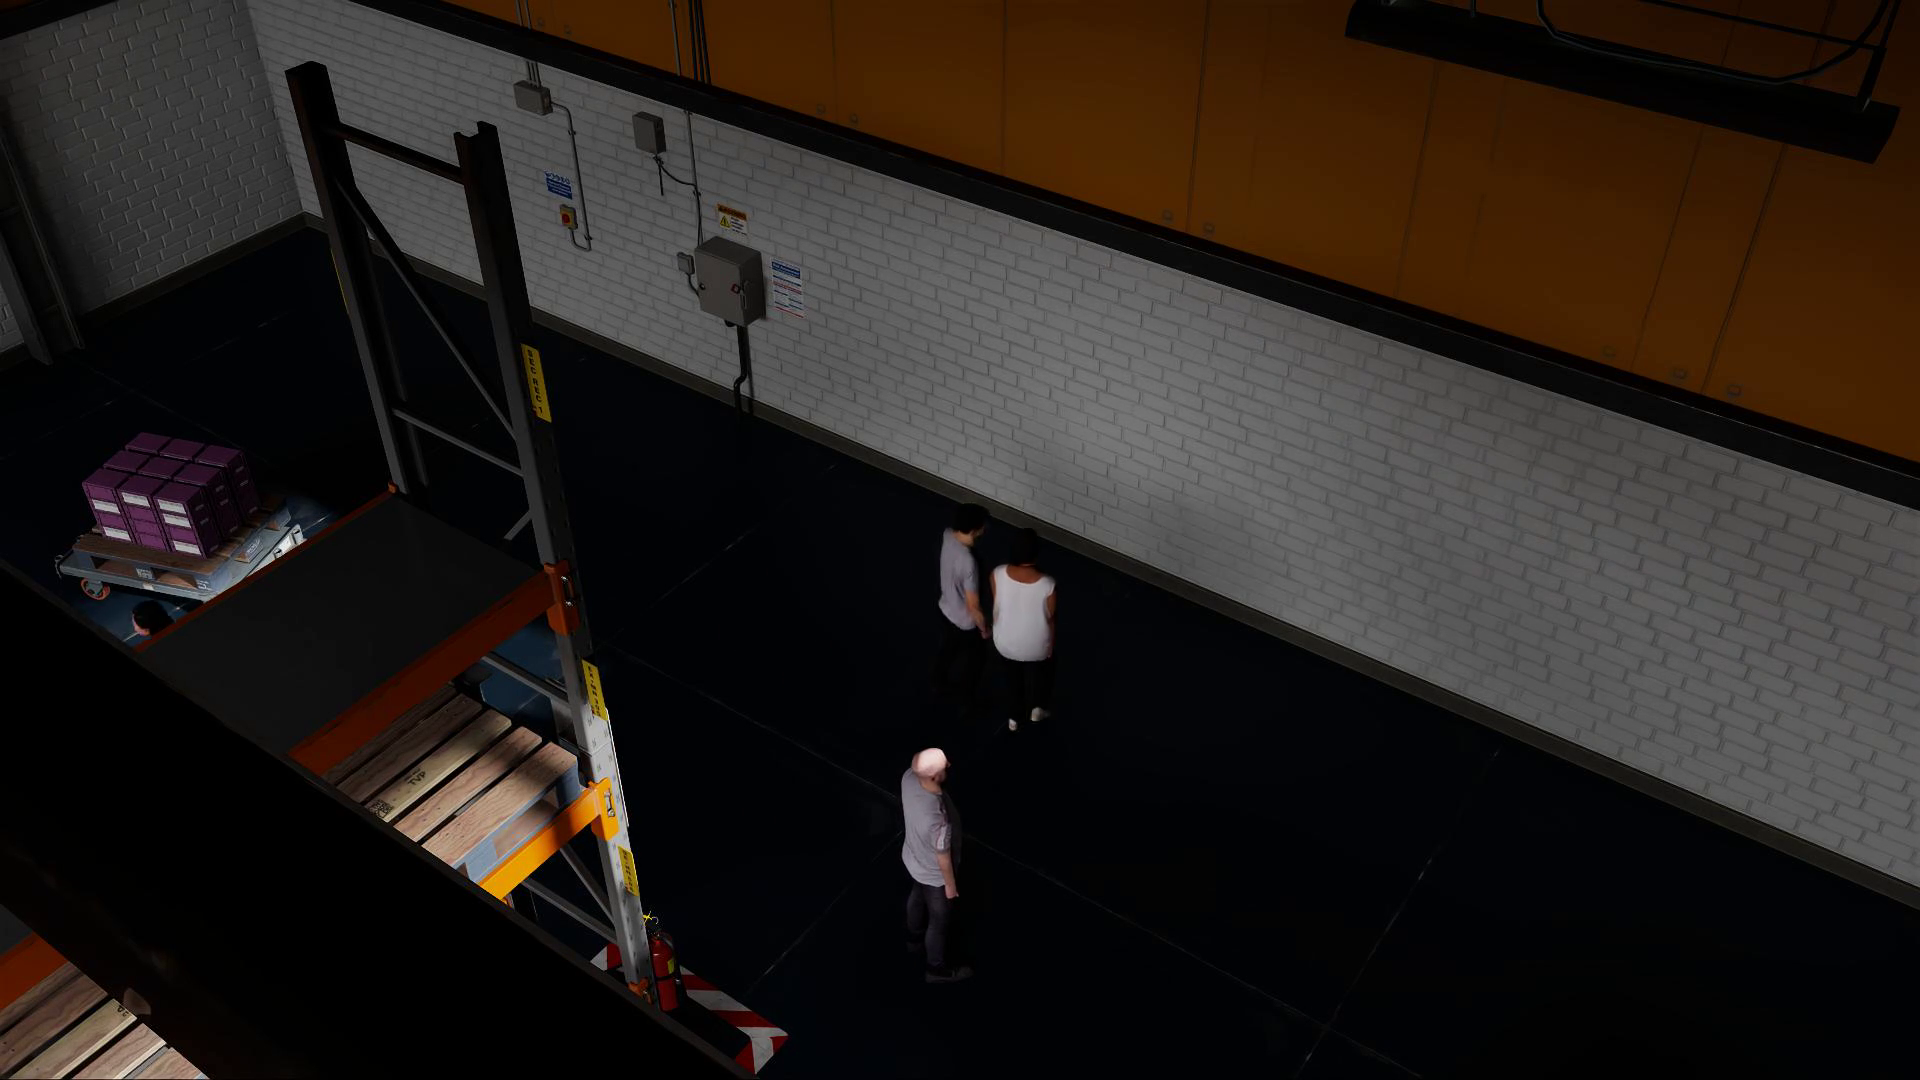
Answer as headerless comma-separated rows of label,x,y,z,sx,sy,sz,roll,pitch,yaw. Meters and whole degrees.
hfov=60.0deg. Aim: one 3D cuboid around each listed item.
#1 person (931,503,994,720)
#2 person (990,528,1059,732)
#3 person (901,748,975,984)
person,-0.033,0.538,11.407,0.814,1.837,0.803,-19,42,-22
person,0.416,0.665,11.379,0.720,1.674,0.713,13,41,16
person,-0.172,1.878,9.733,0.767,1.832,0.756,-15,41,-18
